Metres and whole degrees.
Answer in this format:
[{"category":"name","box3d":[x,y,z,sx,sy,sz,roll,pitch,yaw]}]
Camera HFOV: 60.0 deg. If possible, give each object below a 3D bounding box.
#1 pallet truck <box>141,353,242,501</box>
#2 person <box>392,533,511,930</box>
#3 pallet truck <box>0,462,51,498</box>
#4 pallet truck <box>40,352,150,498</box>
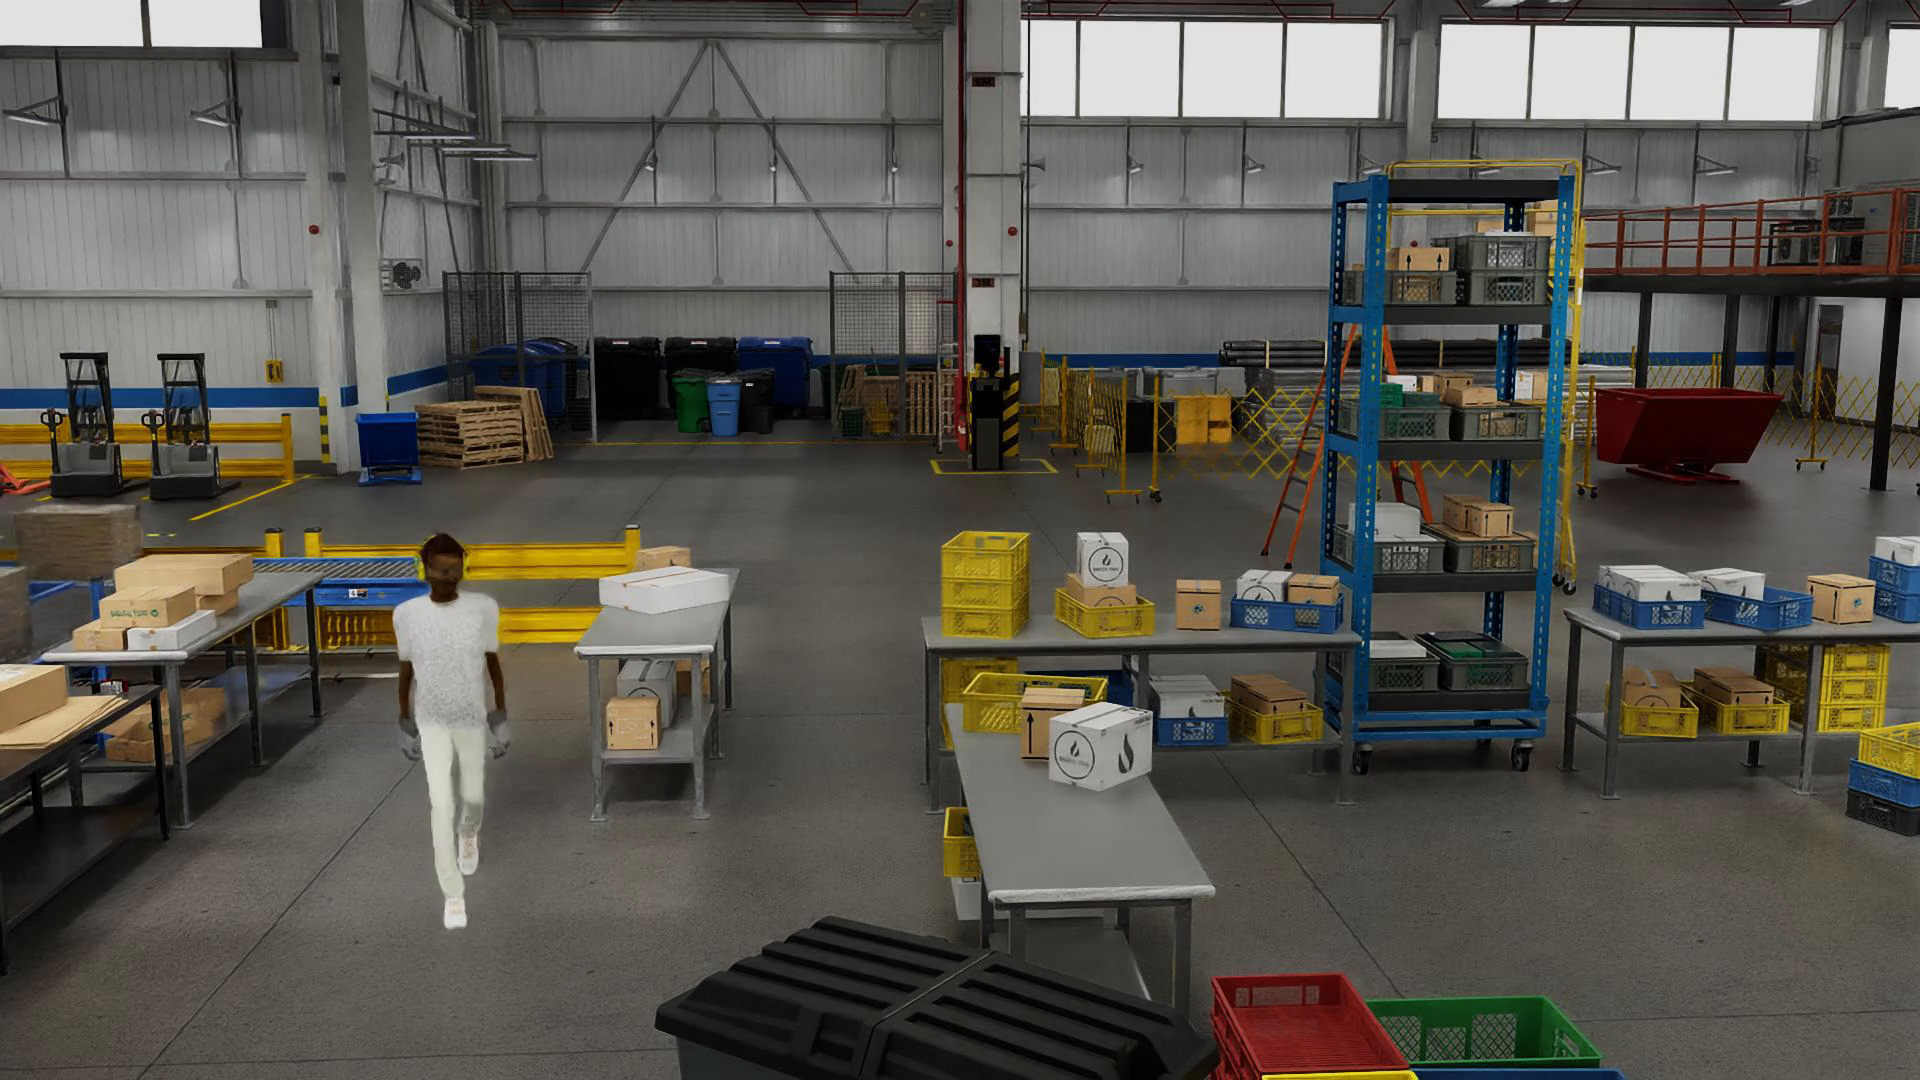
[{"category":"pallet truck","box3d":[-10.520,-1.604,22.925,0.823,1.965,1.885,-1,9,-6]},{"category":"person","box3d":[-2.442,0.851,8.018,0.517,1.842,0.874,-3,10,-19]},{"category":"pallet truck","box3d":[-13.193,-1.293,23.148,0.653,1.274,1.630,-1,9,-4]},{"category":"pallet truck","box3d":[-11.907,-1.642,23.165,0.823,1.965,1.885,0,9,0]}]
